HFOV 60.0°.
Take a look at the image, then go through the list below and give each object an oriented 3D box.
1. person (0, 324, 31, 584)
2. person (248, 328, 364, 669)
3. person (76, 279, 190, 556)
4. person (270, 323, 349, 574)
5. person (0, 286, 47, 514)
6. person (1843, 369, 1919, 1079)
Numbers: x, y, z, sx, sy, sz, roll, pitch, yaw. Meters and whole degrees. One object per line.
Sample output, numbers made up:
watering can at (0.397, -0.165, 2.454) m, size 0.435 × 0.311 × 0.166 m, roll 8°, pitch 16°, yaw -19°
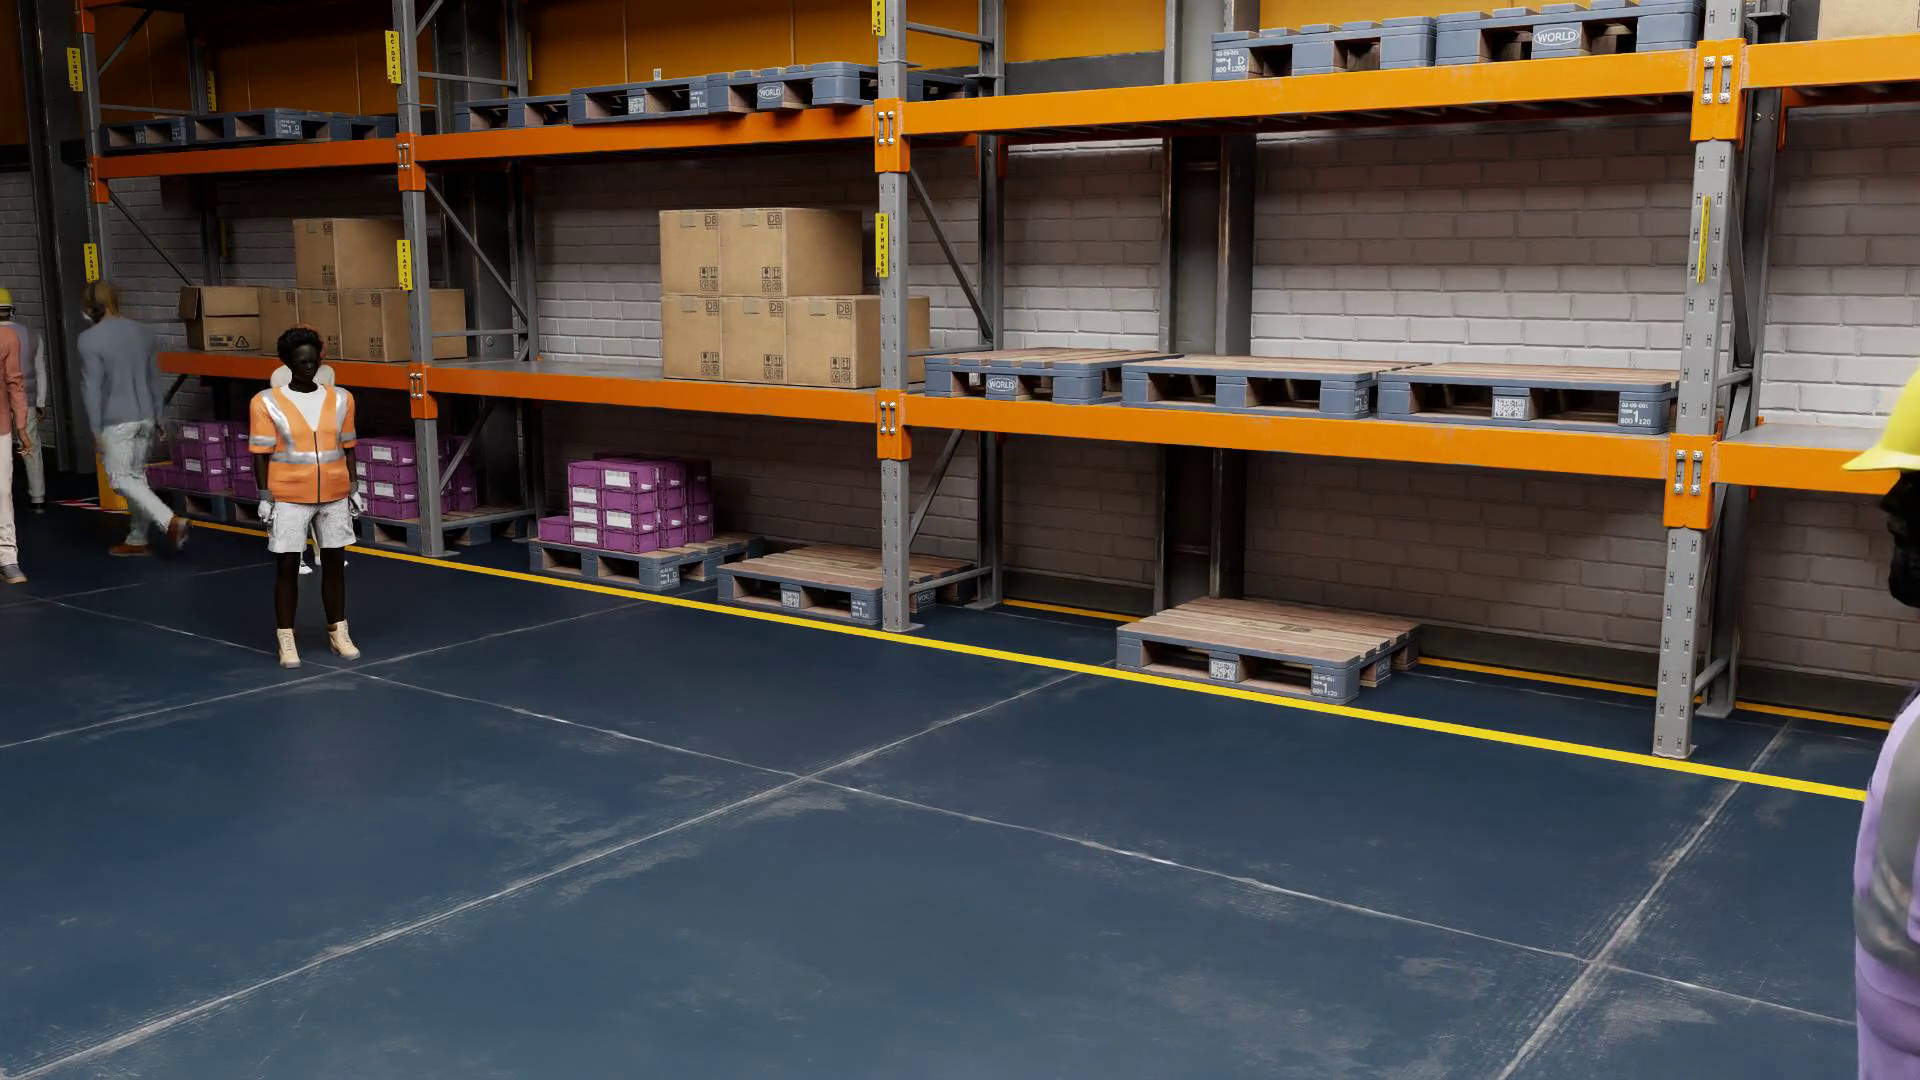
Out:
person at (-6.101, -0.693, 10.300) m, size 0.617 × 1.993 × 0.396 m, roll -8°, pitch 12°, yaw -39°
person at (-3.258, -0.213, 8.331) m, size 0.542 × 1.695 × 0.316 m, roll -8°, pitch 12°, yaw -39°
person at (-5.514, -0.785, 11.139) m, size 0.746 × 1.911 × 0.667 m, roll 3°, pitch 10°, yaw 17°
person at (-4.243, -0.594, 10.825) m, size 0.282 × 1.626 × 0.491 m, roll 5°, pitch 11°, yaw 26°
person at (-7.552, -1.097, 13.180) m, size 0.403 × 1.837 × 0.591 m, roll 8°, pitch 12°, yaw 38°
person at (1.306, 0.704, 2.183) m, size 0.387 × 1.927 × 0.589 m, roll 6°, pitch 12°, yaw 34°
